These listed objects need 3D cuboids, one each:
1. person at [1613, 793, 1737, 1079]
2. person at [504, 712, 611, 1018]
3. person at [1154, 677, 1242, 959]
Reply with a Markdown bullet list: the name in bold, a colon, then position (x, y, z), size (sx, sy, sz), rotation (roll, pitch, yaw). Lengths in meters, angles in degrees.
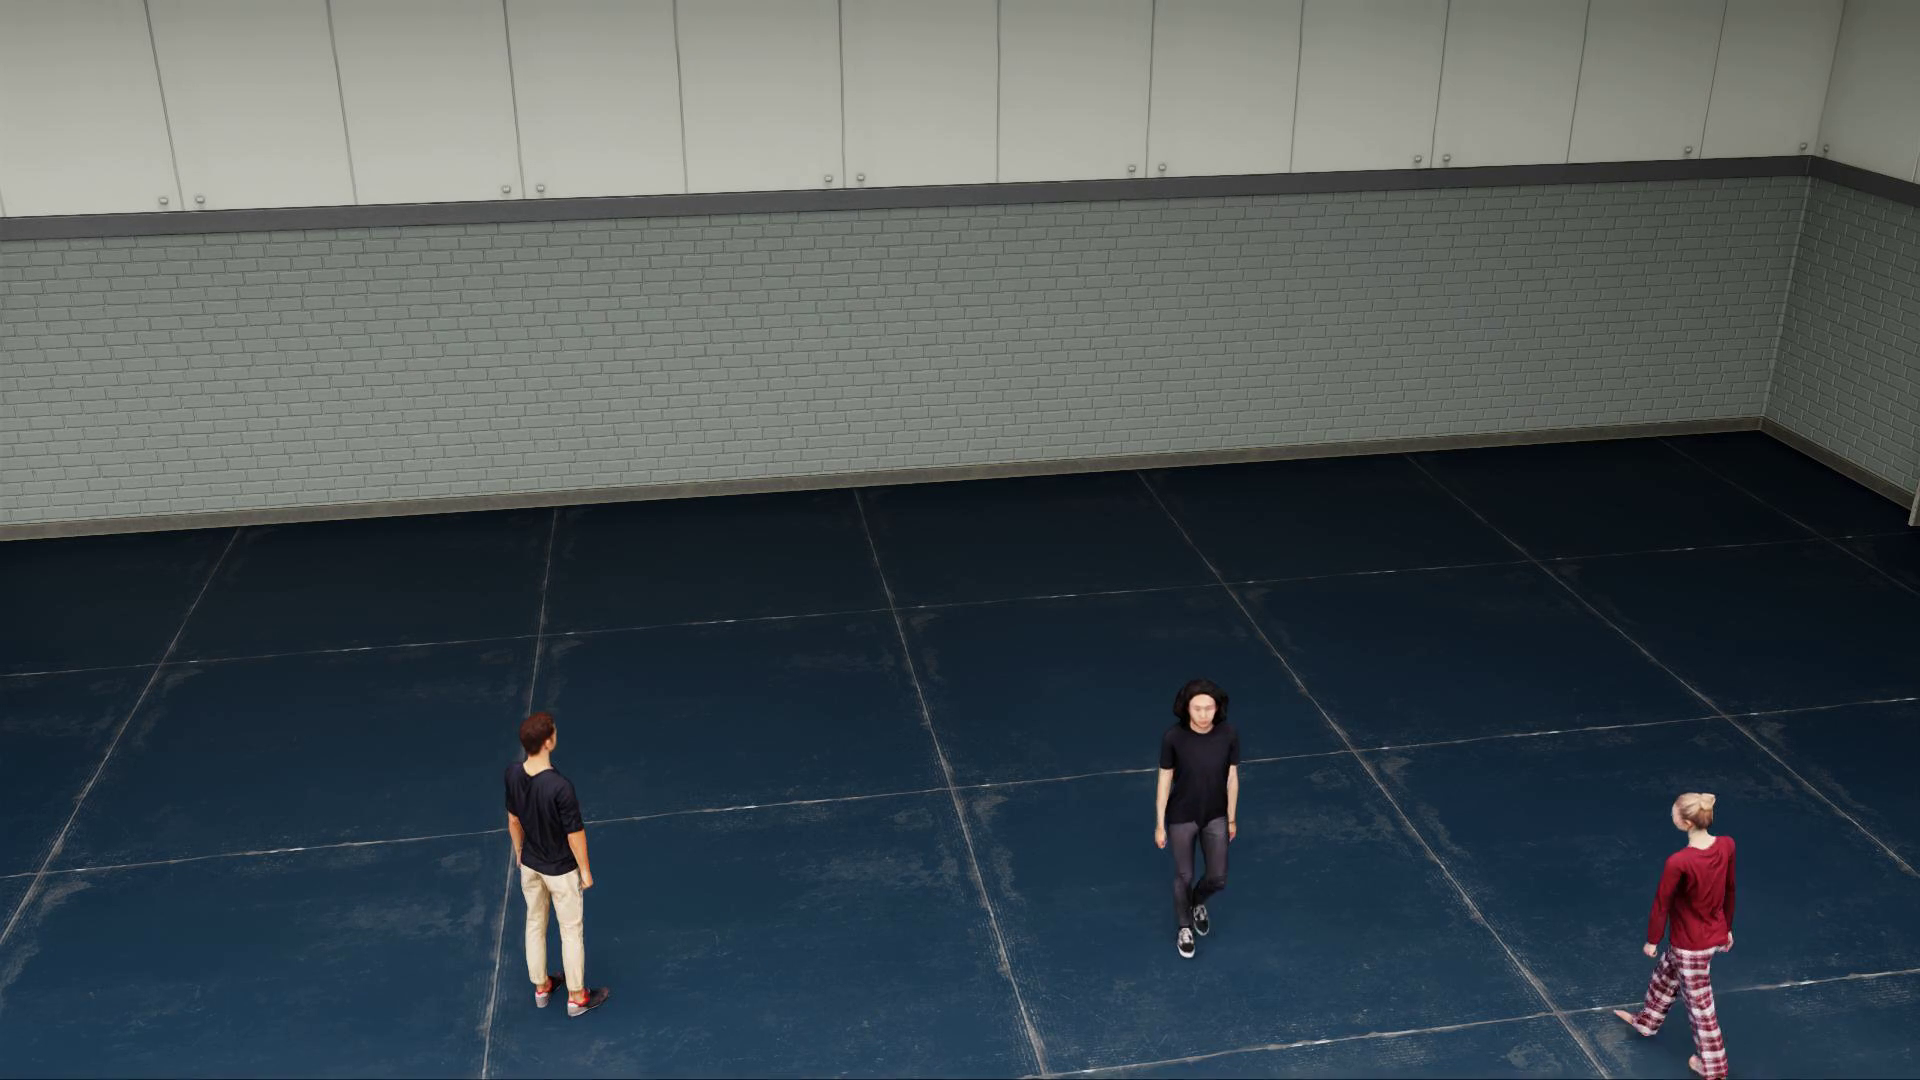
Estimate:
- **person**: position (3.941, 2.121, 8.752), size (0.840, 1.663, 1.011), rotation (-11, 26, -25)
- **person**: position (-2.284, 1.802, 9.257), size (0.725, 1.854, 0.735), rotation (10, 25, 23)
- **person**: position (1.392, 1.580, 9.826), size (0.693, 1.817, 0.702), rotation (-1, 23, -2)
